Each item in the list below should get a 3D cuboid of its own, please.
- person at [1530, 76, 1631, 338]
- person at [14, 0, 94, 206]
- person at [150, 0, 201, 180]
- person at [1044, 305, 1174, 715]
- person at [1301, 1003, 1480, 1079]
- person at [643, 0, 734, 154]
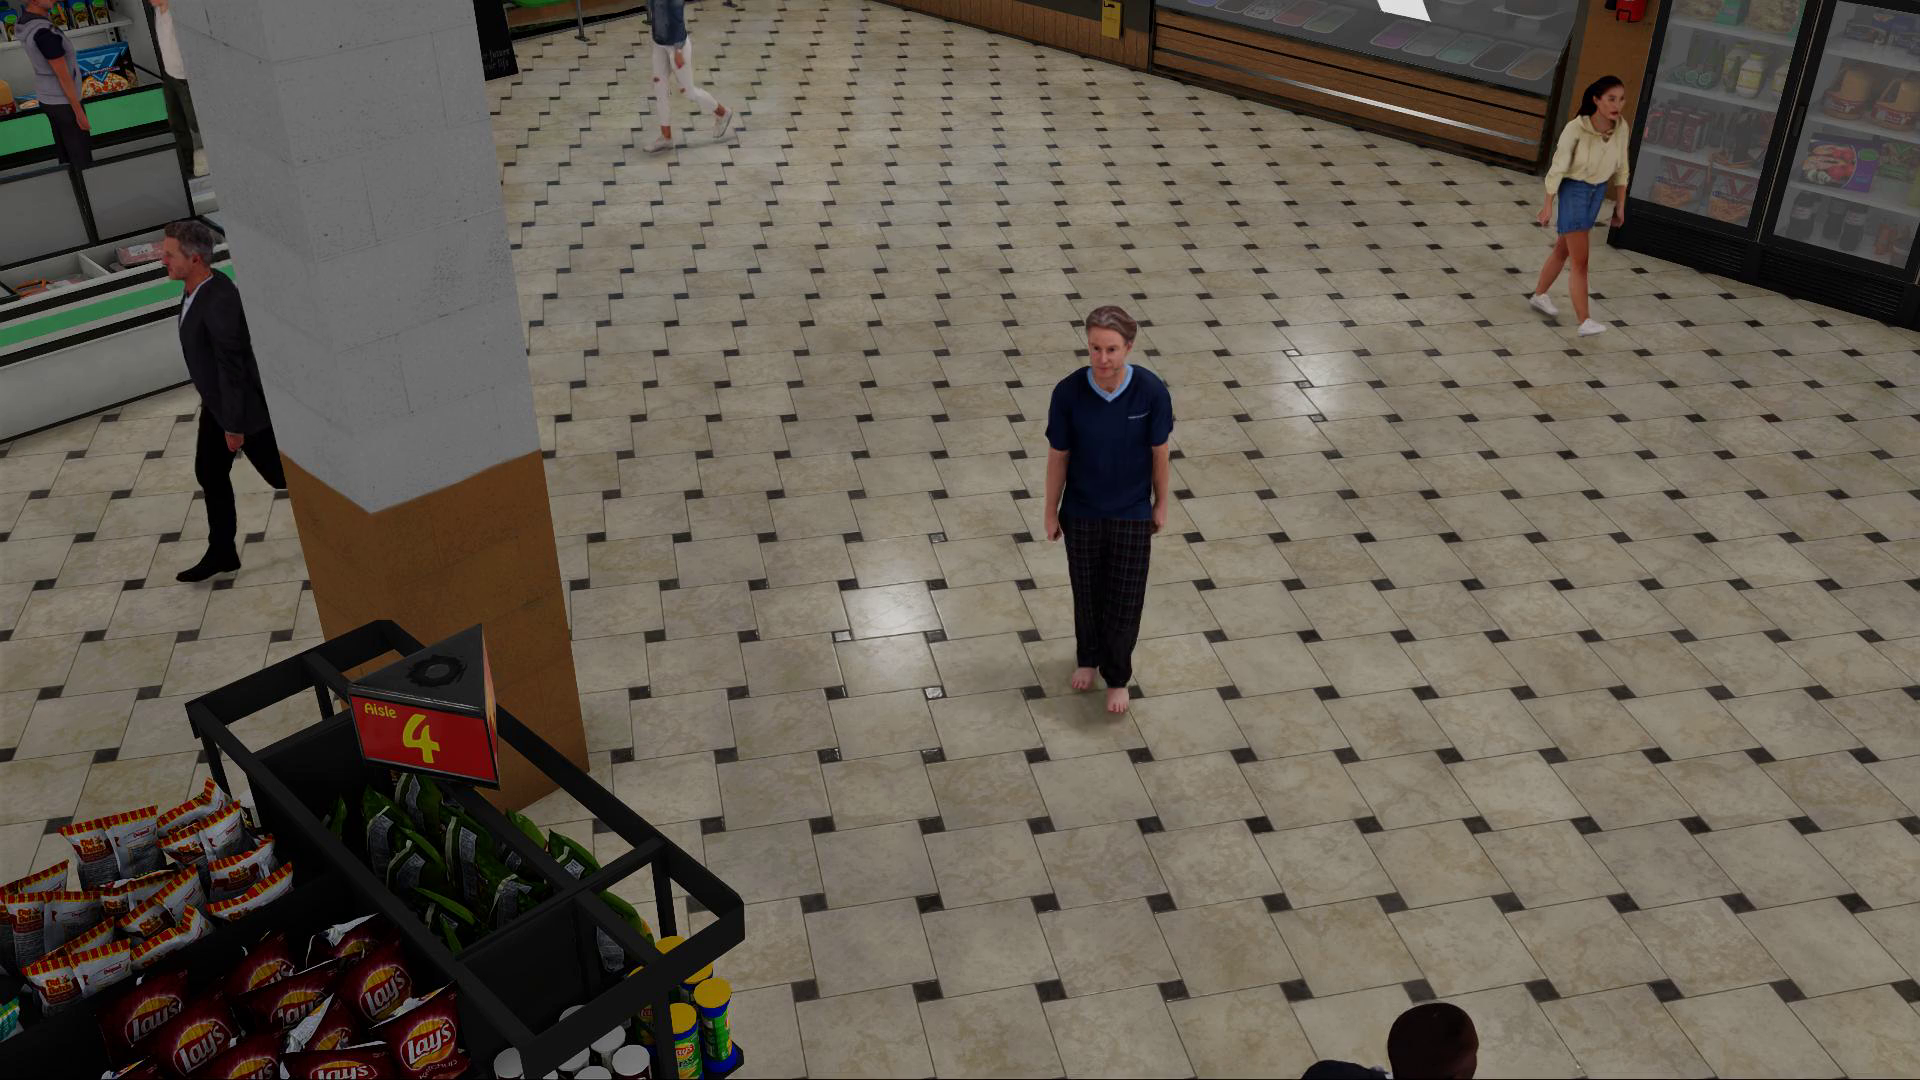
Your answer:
[{"bbox_3d":[3.871,-2.141,10.520,1.081,1.595,1.001,-10,33,-16],"label":"person"},{"bbox_3d":[-6.385,-3.085,11.814,0.559,1.830,0.689,-26,40,-35],"label":"person"},{"bbox_3d":[-5.850,-3.512,12.682,0.592,1.639,0.946,26,40,35],"label":"person"},{"bbox_3d":[0.632,-0.167,7.103,0.847,1.853,0.898,5,32,9],"label":"person"},{"bbox_3d":[0.993,1.784,3.996,0.611,1.824,0.717,-23,39,-32],"label":"person"},{"bbox_3d":[-2.230,-3.972,13.390,1.077,1.671,0.693,-23,39,-32],"label":"person"}]
